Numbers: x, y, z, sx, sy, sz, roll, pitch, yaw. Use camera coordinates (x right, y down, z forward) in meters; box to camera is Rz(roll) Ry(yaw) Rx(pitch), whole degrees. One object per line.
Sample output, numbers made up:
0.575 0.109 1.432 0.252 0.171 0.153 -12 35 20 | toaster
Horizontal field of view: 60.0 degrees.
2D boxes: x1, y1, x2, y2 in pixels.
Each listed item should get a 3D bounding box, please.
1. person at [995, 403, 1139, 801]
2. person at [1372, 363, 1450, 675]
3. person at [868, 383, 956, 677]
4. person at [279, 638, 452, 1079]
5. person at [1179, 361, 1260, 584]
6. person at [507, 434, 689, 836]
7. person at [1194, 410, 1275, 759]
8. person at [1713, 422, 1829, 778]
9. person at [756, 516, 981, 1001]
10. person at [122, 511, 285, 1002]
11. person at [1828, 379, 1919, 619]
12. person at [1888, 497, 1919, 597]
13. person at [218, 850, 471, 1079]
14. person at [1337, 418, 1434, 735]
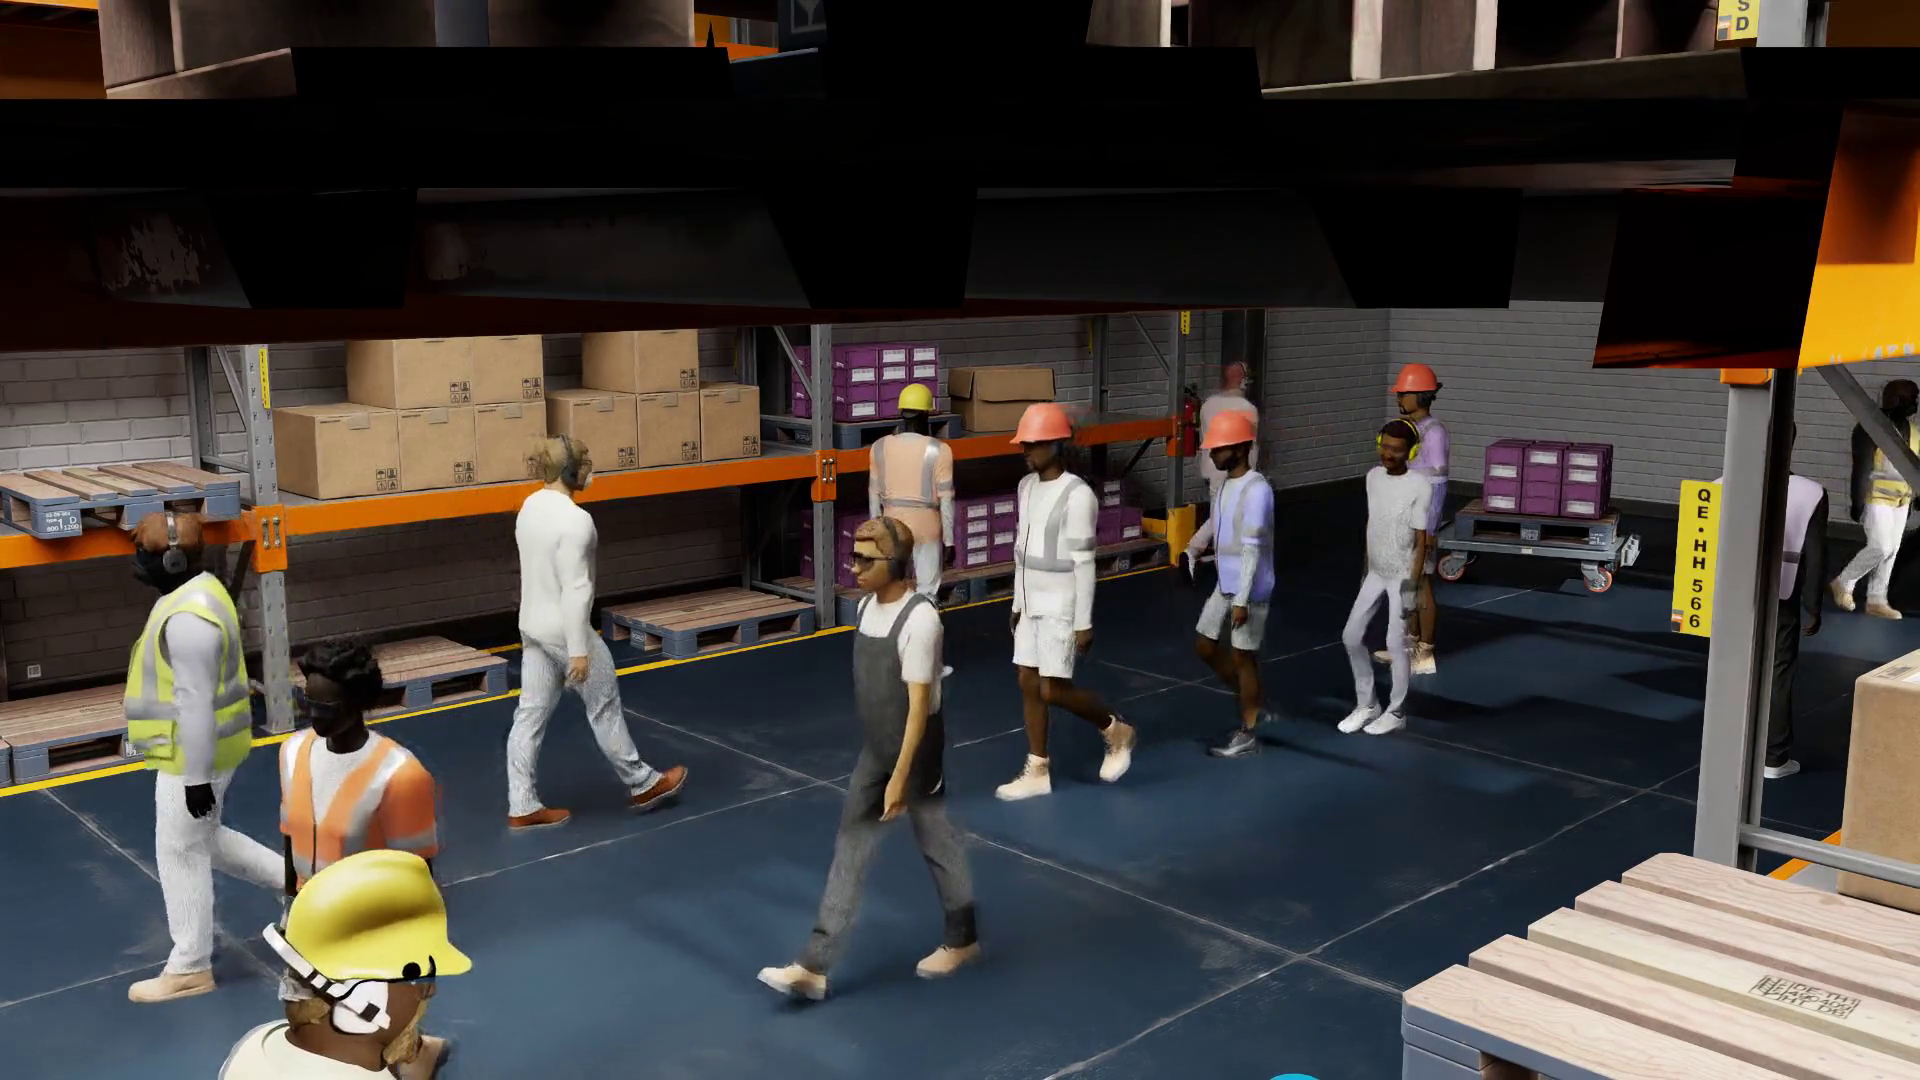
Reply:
0.518 0.312 8.375 0.654 2.022 0.612 -5 11 -26 | person
2.966 -0.136 10.928 0.377 2.041 0.616 -1 10 -5 | person
-0.293 -0.050 10.768 0.593 1.923 0.385 4 10 21 | person
-1.695 1.080 4.846 0.539 1.679 0.532 5 11 27 | person
2.188 -0.529 13.698 0.736 1.881 0.652 -7 12 -34 | person
-1.788 0.436 7.993 0.957 1.896 0.656 -8 13 -40 | person
1.488 0.253 9.019 0.421 1.914 0.537 -3 10 -17 | person
4.219 0.298 8.750 0.593 1.920 0.391 7 12 37 | person
-0.284 0.810 6.104 0.961 1.792 0.541 -8 12 -38 | person
-2.778 0.784 6.213 0.648 1.826 0.633 -4 11 -25 | person
6.969 -0.305 12.553 0.649 1.825 0.443 -5 11 -25 | person
7.585 -0.424 12.939 0.791 1.952 0.654 7 12 36 | person
-0.946 1.386 2.671 0.403 1.819 0.595 -8 13 -40 | person
2.395 0.227 9.385 0.568 1.841 0.550 -6 11 -30 | person
